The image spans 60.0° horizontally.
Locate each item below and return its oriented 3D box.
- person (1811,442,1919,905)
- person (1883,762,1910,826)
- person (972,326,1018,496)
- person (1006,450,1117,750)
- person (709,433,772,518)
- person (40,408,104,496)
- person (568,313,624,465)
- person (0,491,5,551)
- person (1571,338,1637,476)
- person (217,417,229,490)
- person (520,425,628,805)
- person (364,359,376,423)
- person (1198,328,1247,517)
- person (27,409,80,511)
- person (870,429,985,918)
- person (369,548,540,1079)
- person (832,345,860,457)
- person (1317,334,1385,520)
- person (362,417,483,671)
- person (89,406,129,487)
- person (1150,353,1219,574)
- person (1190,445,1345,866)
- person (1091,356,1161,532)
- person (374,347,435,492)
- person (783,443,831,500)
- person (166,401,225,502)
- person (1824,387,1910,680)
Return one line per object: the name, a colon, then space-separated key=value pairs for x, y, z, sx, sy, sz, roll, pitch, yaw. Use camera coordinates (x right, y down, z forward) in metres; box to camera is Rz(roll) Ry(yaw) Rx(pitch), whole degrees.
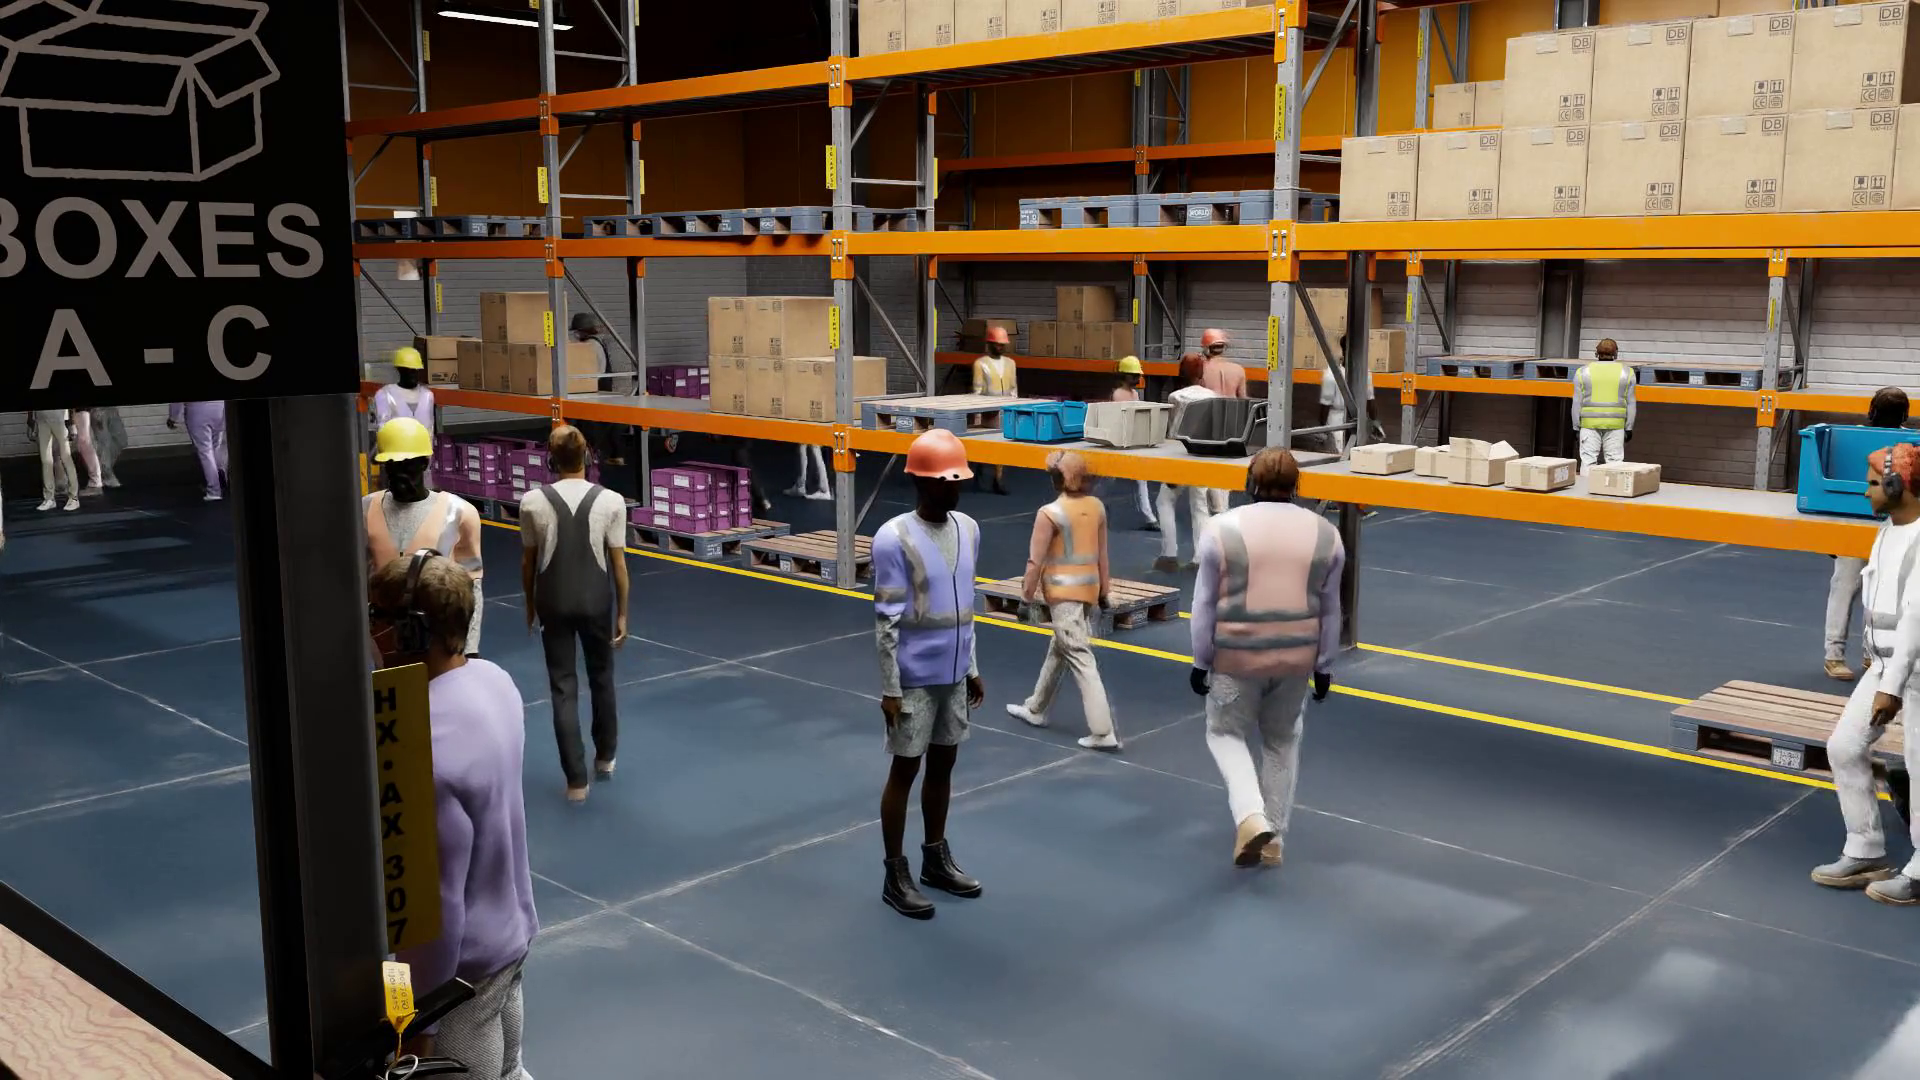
person: x=3.729 y=0.548 z=6.670 sx=0.591 sy=1.866 sz=0.614 roll=0 pitch=9 yaw=2
person: x=4.501 y=0.452 z=7.153 sx=0.779 sy=1.912 sz=0.549 roll=5 pitch=11 yaw=30
person: x=0.402 y=-1.449 z=18.779 sx=0.552 sy=1.924 sz=0.445 roll=-6 pitch=11 yaw=-34
person: x=0.558 y=0.308 z=8.976 sx=0.856 sy=1.586 sz=0.536 roll=9 pitch=13 yaw=42
person: x=-2.267 y=-1.211 z=17.244 sx=1.010 sy=1.953 sz=0.629 roll=9 pitch=13 yaw=42
person: x=-10.038 y=-1.446 z=18.599 sx=0.642 sy=1.965 sz=0.766 roll=8 pitch=12 yaw=42
person: x=-4.743 y=-1.944 z=21.431 sx=0.769 sy=2.000 sz=0.766 roll=0 pitch=9 yaw=-2
person: x=-6.218 y=-0.051 z=10.175 sx=0.657 sy=1.924 sz=0.493 roll=-7 pitch=12 yaw=-38
person: x=6.723 y=-1.187 z=17.401 sx=0.633 sy=1.843 sz=0.429 roll=3 pitch=10 yaw=18
person: x=-8.688 y=-1.523 z=19.407 sx=0.635 sy=1.878 sz=0.888 roll=-3 pitch=10 yaw=-15
person: x=-1.885 y=0.340 z=8.170 sx=0.497 sy=1.805 sz=0.818 roll=-2 pitch=10 yaw=-15
person: x=-7.344 y=-1.588 z=19.977 sx=0.613 sy=1.802 sz=0.551 roll=-4 pitch=10 yaw=-22
person: x=2.514 y=-1.110 z=16.529 sx=0.609 sy=1.965 sz=0.679 roll=-3 pitch=10 yaw=-18
person: x=-9.632 y=-1.232 z=17.629 sx=0.516 sy=1.861 sz=0.317 roll=0 pitch=9 yaw=0
person: x=-0.097 y=0.520 z=6.640 sx=0.379 sy=1.937 sz=0.548 roll=9 pitch=13 yaw=43
person: x=-1.171 y=0.976 z=3.839 sx=0.374 sy=1.941 sz=0.627 roll=0 pitch=9 yaw=0
person: x=-1.554 y=-1.933 z=22.608 sx=0.499 sy=1.634 sz=0.279 roll=-7 pitch=11 yaw=-35
person: x=4.010 y=-1.182 z=17.184 sx=0.623 sy=1.913 sz=1.024 roll=-6 pitch=11 yaw=-32
person: x=-2.373 y=0.425 z=7.253 sx=0.584 sy=1.928 sz=0.372 roll=0 pitch=9 yaw=0
person: x=-9.979 y=-1.460 z=19.458 sx=0.416 sy=1.705 sz=0.524 roll=2 pitch=9 yaw=12
person: x=1.868 y=-0.644 z=14.008 sx=0.606 sy=1.857 sz=0.696 roll=-6 pitch=11 yaw=-35
person: x=1.296 y=0.514 z=7.019 sx=0.645 sy=1.825 sz=0.525 roll=-1 pitch=9 yaw=-6
person: x=1.589 y=-0.941 z=16.272 sx=0.914 sy=1.720 sz=0.541 roll=6 pitch=11 yaw=33
person: x=-4.870 y=-0.759 z=14.687 sx=0.586 sy=1.873 sz=0.996 roll=-9 pitch=13 yaw=-44
person: x=-1.766 y=-1.361 z=18.453 sx=0.772 sy=1.840 sz=0.542 roll=3 pitch=10 yaw=19
person: x=-8.418 y=-1.367 z=18.409 sx=0.868 sy=1.871 sz=0.652 roll=7 pitch=12 yaw=38
person: x=5.708 y=-0.037 z=10.364 sx=0.630 sy=1.836 sz=0.429 roll=-1 pitch=9 yaw=-6
